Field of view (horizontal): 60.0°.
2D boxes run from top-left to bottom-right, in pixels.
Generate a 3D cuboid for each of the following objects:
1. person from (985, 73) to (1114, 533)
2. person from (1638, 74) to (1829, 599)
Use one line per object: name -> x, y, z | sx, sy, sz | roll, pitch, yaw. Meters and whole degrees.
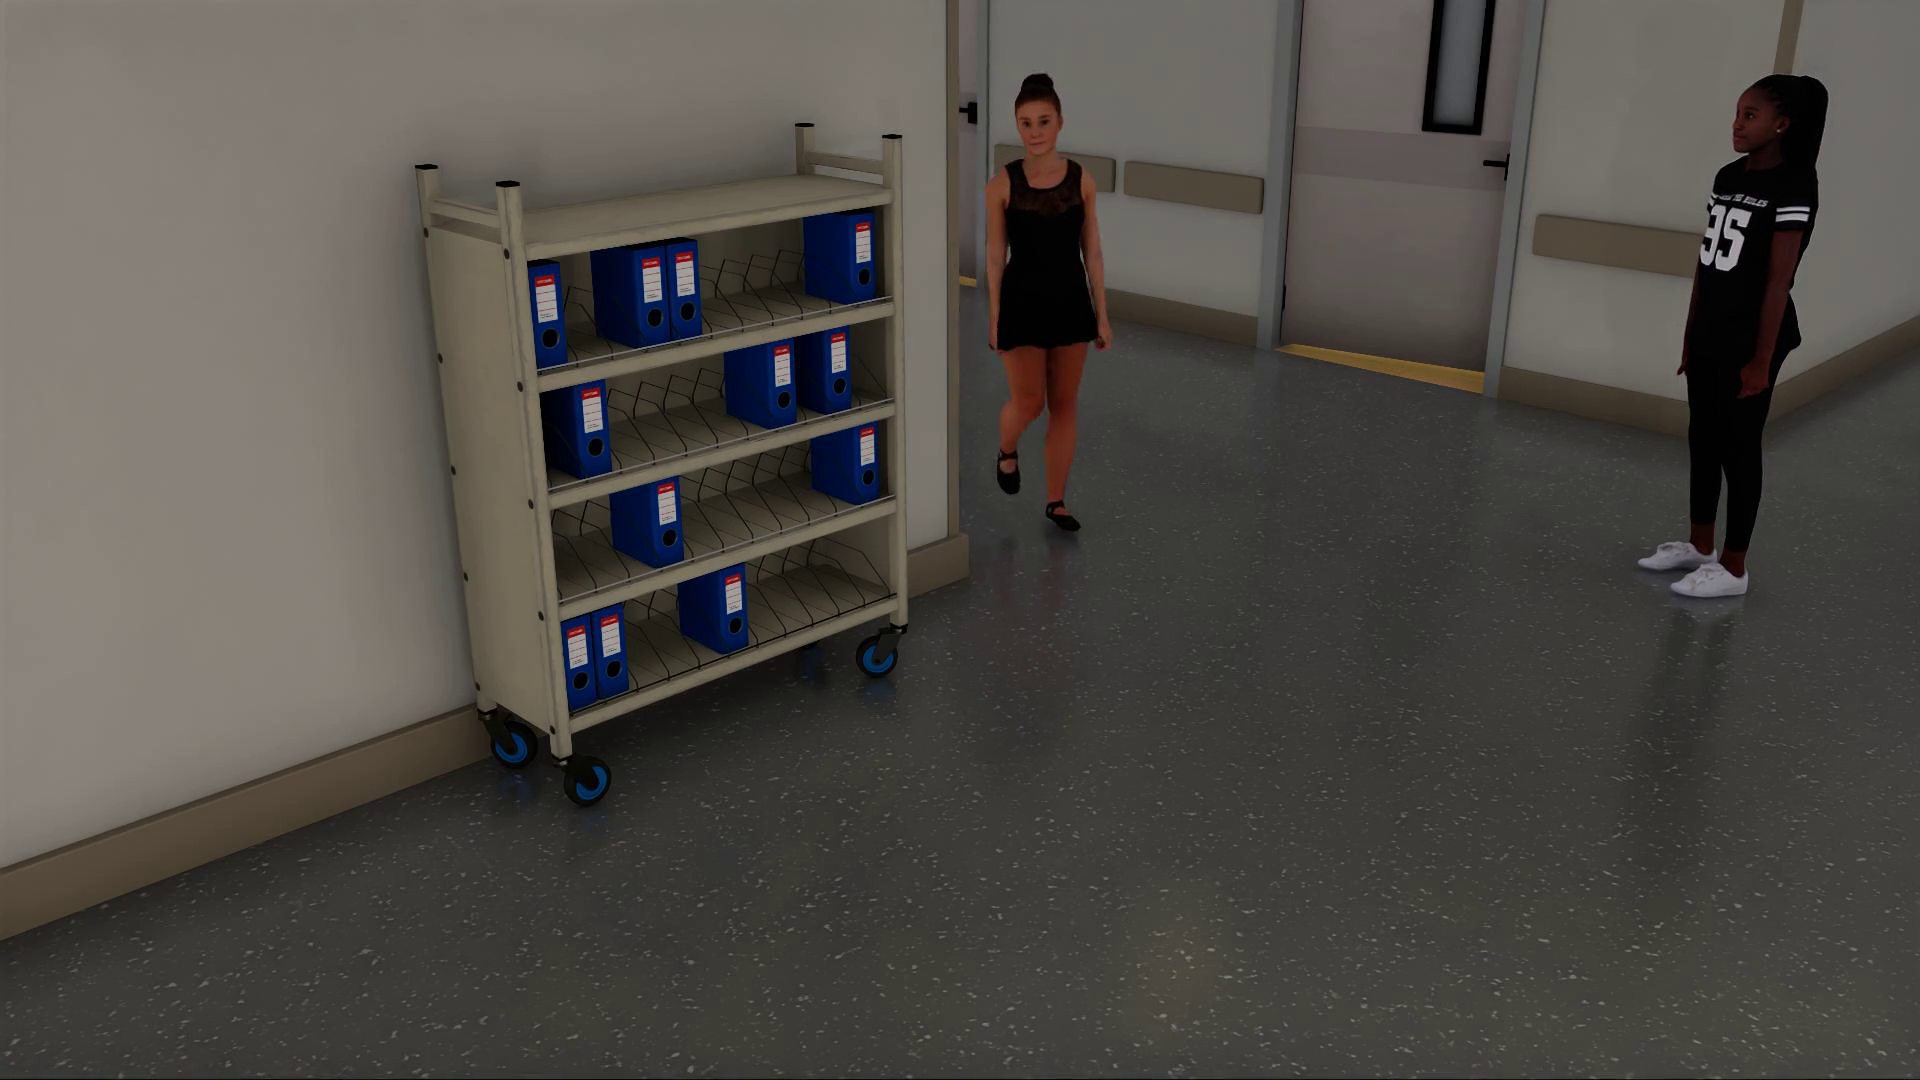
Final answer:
person -> 0.284, -0.865, 6.180 | 0.774, 1.668, 0.822 | -7, 22, -18
person -> 2.601, -0.661, 5.554 | 0.720, 1.729, 0.691 | -4, 21, -12
